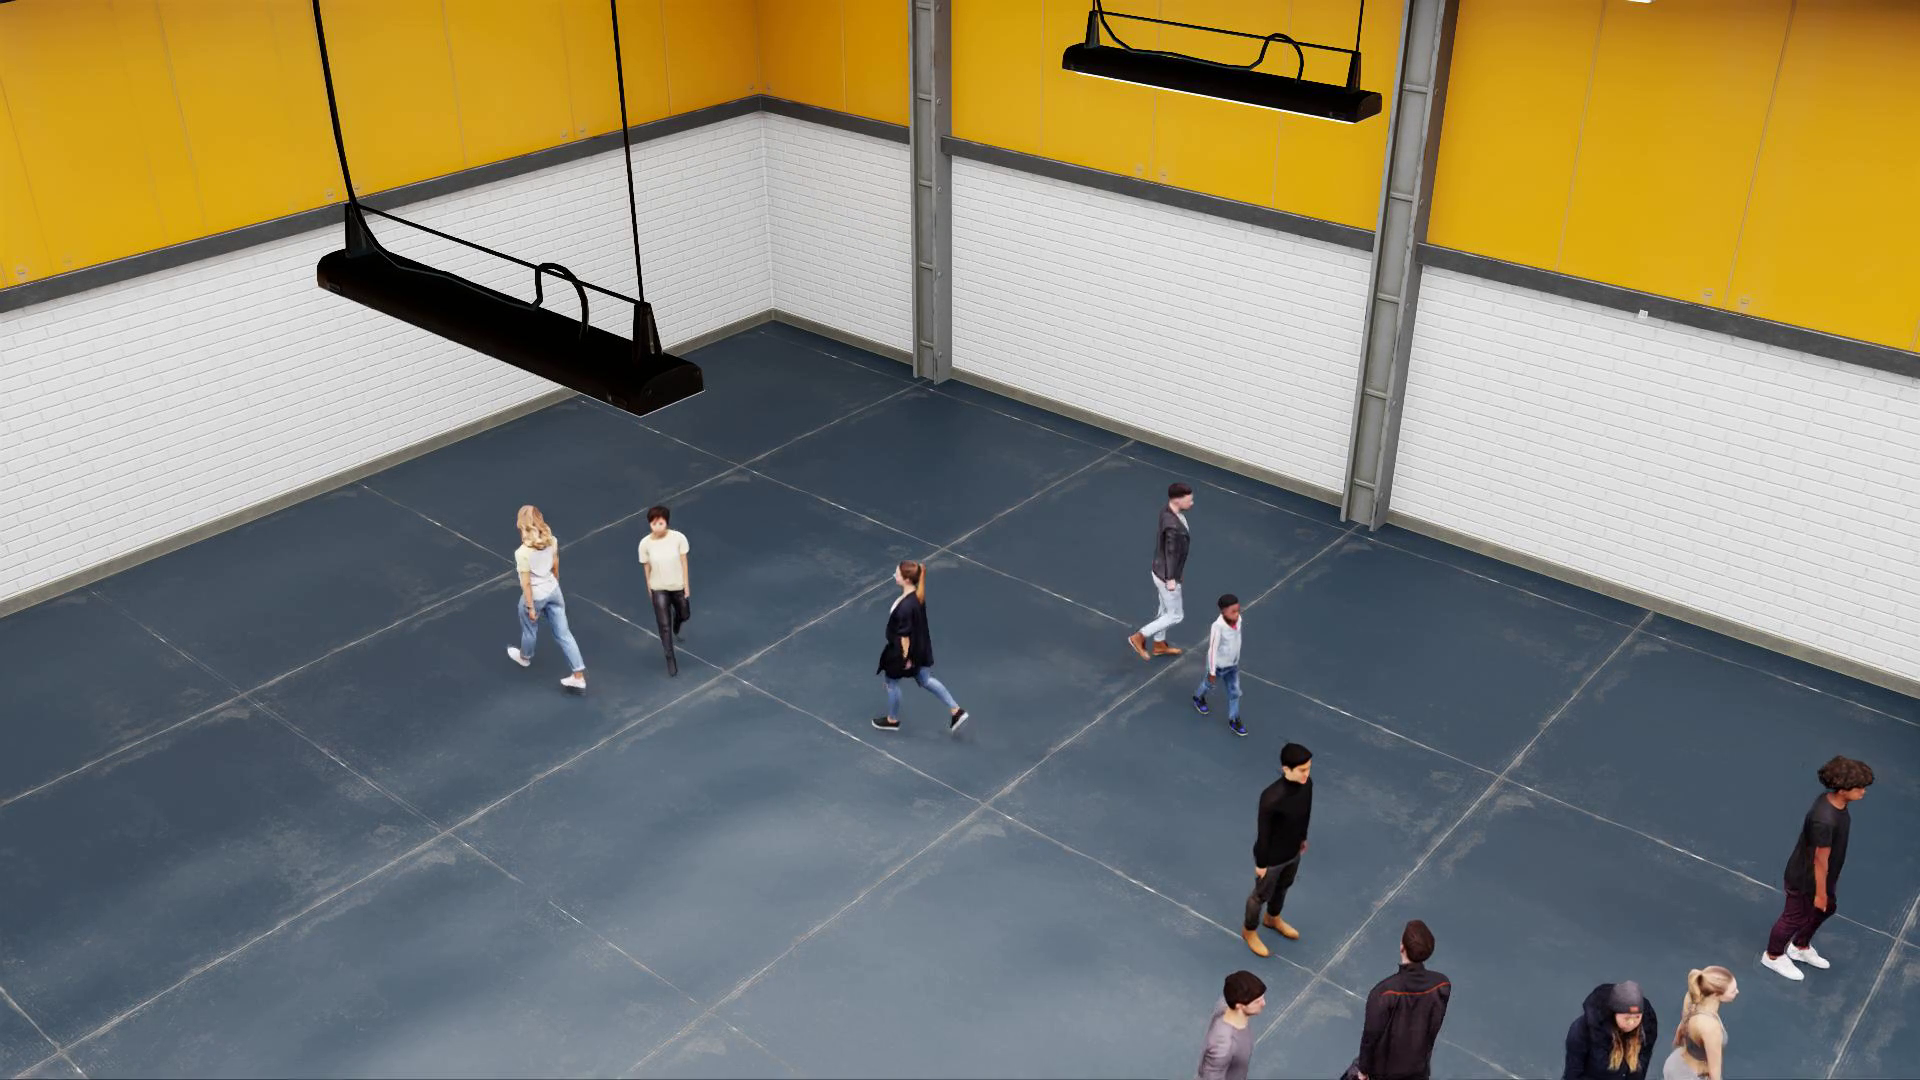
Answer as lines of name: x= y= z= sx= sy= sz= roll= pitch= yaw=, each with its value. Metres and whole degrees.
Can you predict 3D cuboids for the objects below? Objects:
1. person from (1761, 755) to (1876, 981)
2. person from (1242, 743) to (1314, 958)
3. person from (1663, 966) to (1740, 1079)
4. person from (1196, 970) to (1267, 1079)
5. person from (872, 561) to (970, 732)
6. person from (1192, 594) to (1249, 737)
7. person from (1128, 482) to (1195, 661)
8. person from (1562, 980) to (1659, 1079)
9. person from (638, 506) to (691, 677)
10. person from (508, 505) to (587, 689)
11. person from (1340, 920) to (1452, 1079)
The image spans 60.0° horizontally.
person: x=5.733 y=2.191 z=11.274 sx=0.636 sy=1.776 sz=0.656 roll=21 pitch=35 yaw=33
person: x=2.197 y=2.106 z=11.492 sx=0.691 sy=1.717 sz=0.609 roll=-21 pitch=35 yaw=-33
person: x=4.118 y=3.134 z=9.640 sx=0.817 sy=1.685 sz=0.735 roll=7 pitch=29 yaw=12
person: x=1.395 y=3.139 z=9.489 sx=1.209 sy=1.821 sz=0.991 roll=7 pitch=29 yaw=12
person: x=-0.324 y=0.917 z=13.735 sx=1.138 sy=1.656 sz=0.840 roll=10 pitch=30 yaw=18
person: x=2.188 y=0.989 z=14.031 sx=0.675 sy=1.247 sz=0.937 roll=-16 pitch=32 yaw=-27
person: x=1.771 y=0.302 z=14.691 sx=0.946 sy=1.821 sz=0.895 roll=-1 pitch=29 yaw=-1
person: x=3.676 y=3.146 z=9.636 sx=0.829 sy=1.669 sz=0.893 roll=-1 pitch=29 yaw=-1
person: x=-2.587 y=0.394 z=14.784 sx=0.900 sy=1.570 sz=1.025 roll=-7 pitch=29 yaw=-12
person: x=-3.537 y=0.543 z=14.415 sx=1.211 sy=1.663 sz=0.720 roll=16 pitch=33 yaw=27
person: x=2.539 y=3.058 z=9.566 sx=0.888 sy=1.890 sz=0.948 roll=-7 pitch=29 yaw=-12
